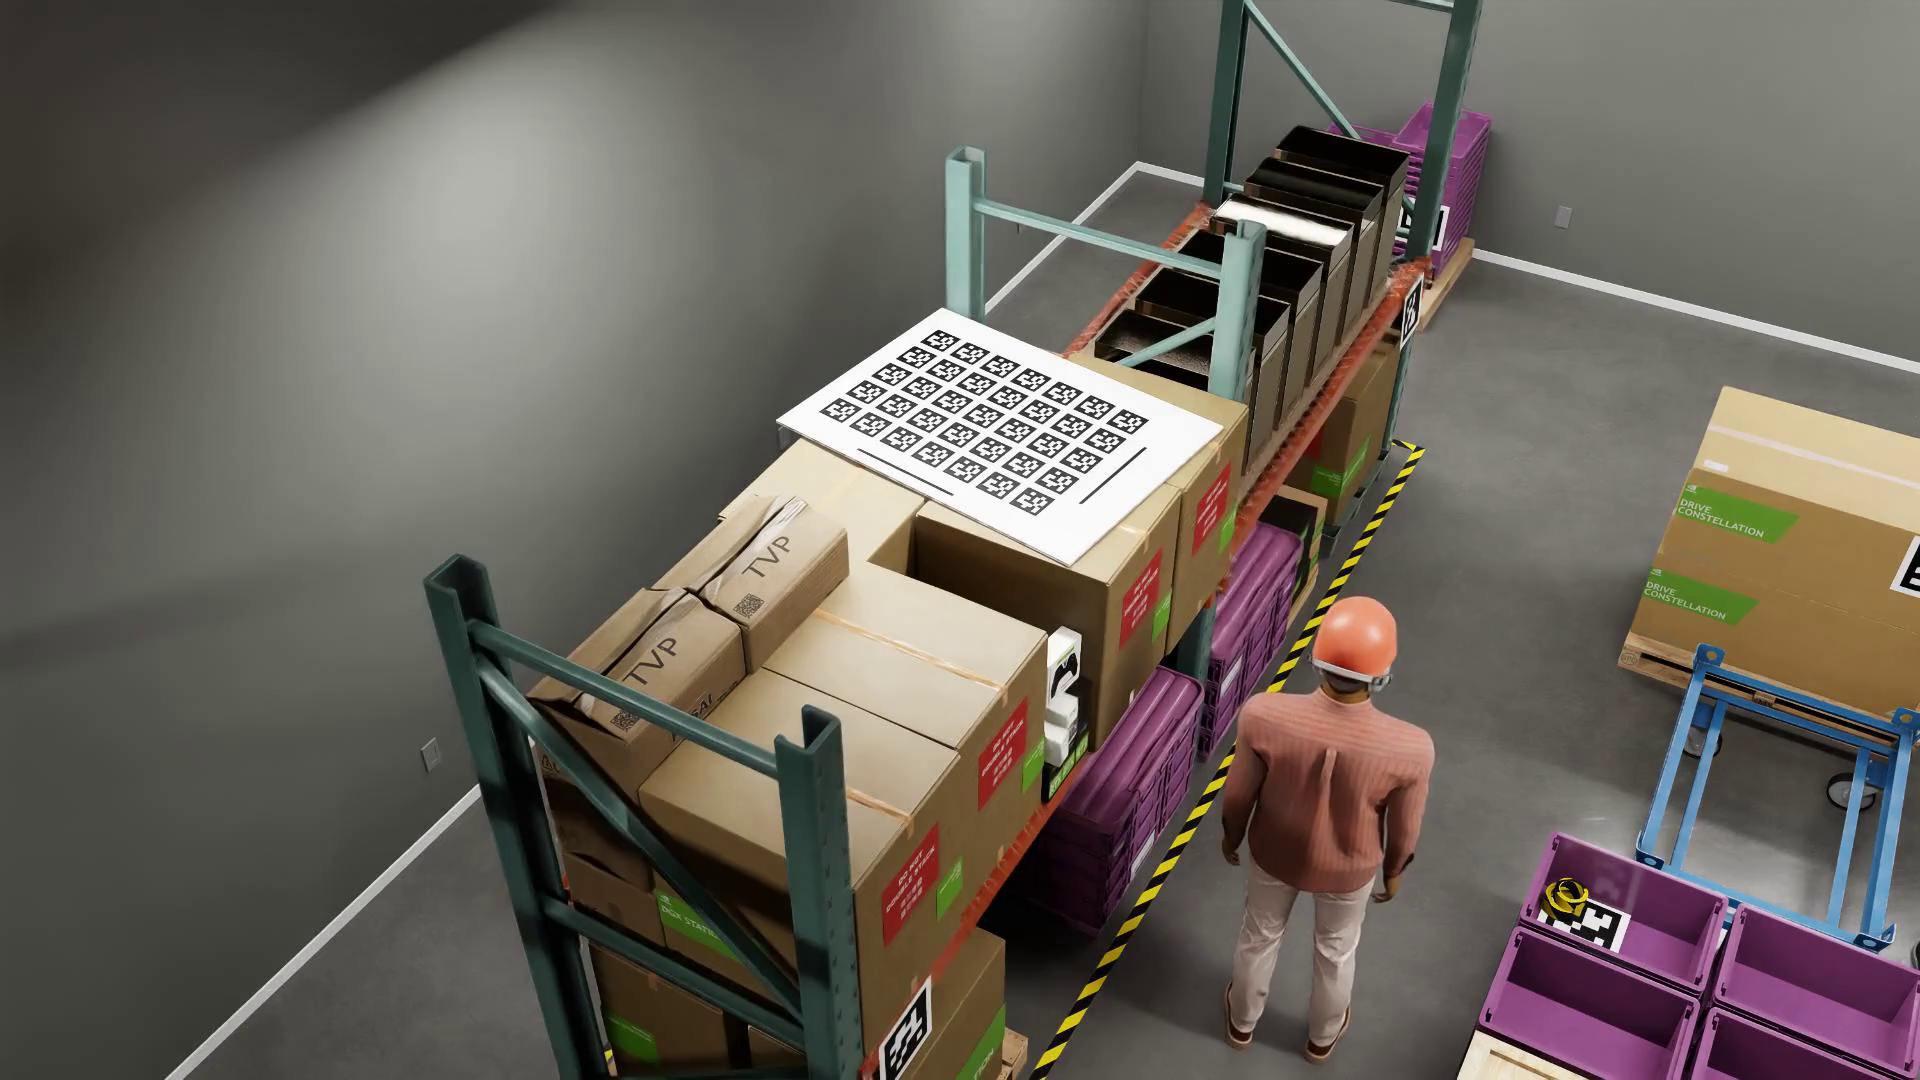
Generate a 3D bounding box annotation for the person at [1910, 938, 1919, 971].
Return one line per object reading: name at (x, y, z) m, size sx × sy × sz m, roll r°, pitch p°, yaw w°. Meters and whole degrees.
person at (3.705, 0.942, 5.554) m, size 0.587 × 1.835 × 0.403 m, roll 23°, pitch 45°, yaw 25°

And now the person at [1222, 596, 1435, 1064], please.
person at (1.150, 0.977, 5.392) m, size 0.614 × 1.990 × 0.401 m, roll 12°, pitch 41°, yaw 13°
